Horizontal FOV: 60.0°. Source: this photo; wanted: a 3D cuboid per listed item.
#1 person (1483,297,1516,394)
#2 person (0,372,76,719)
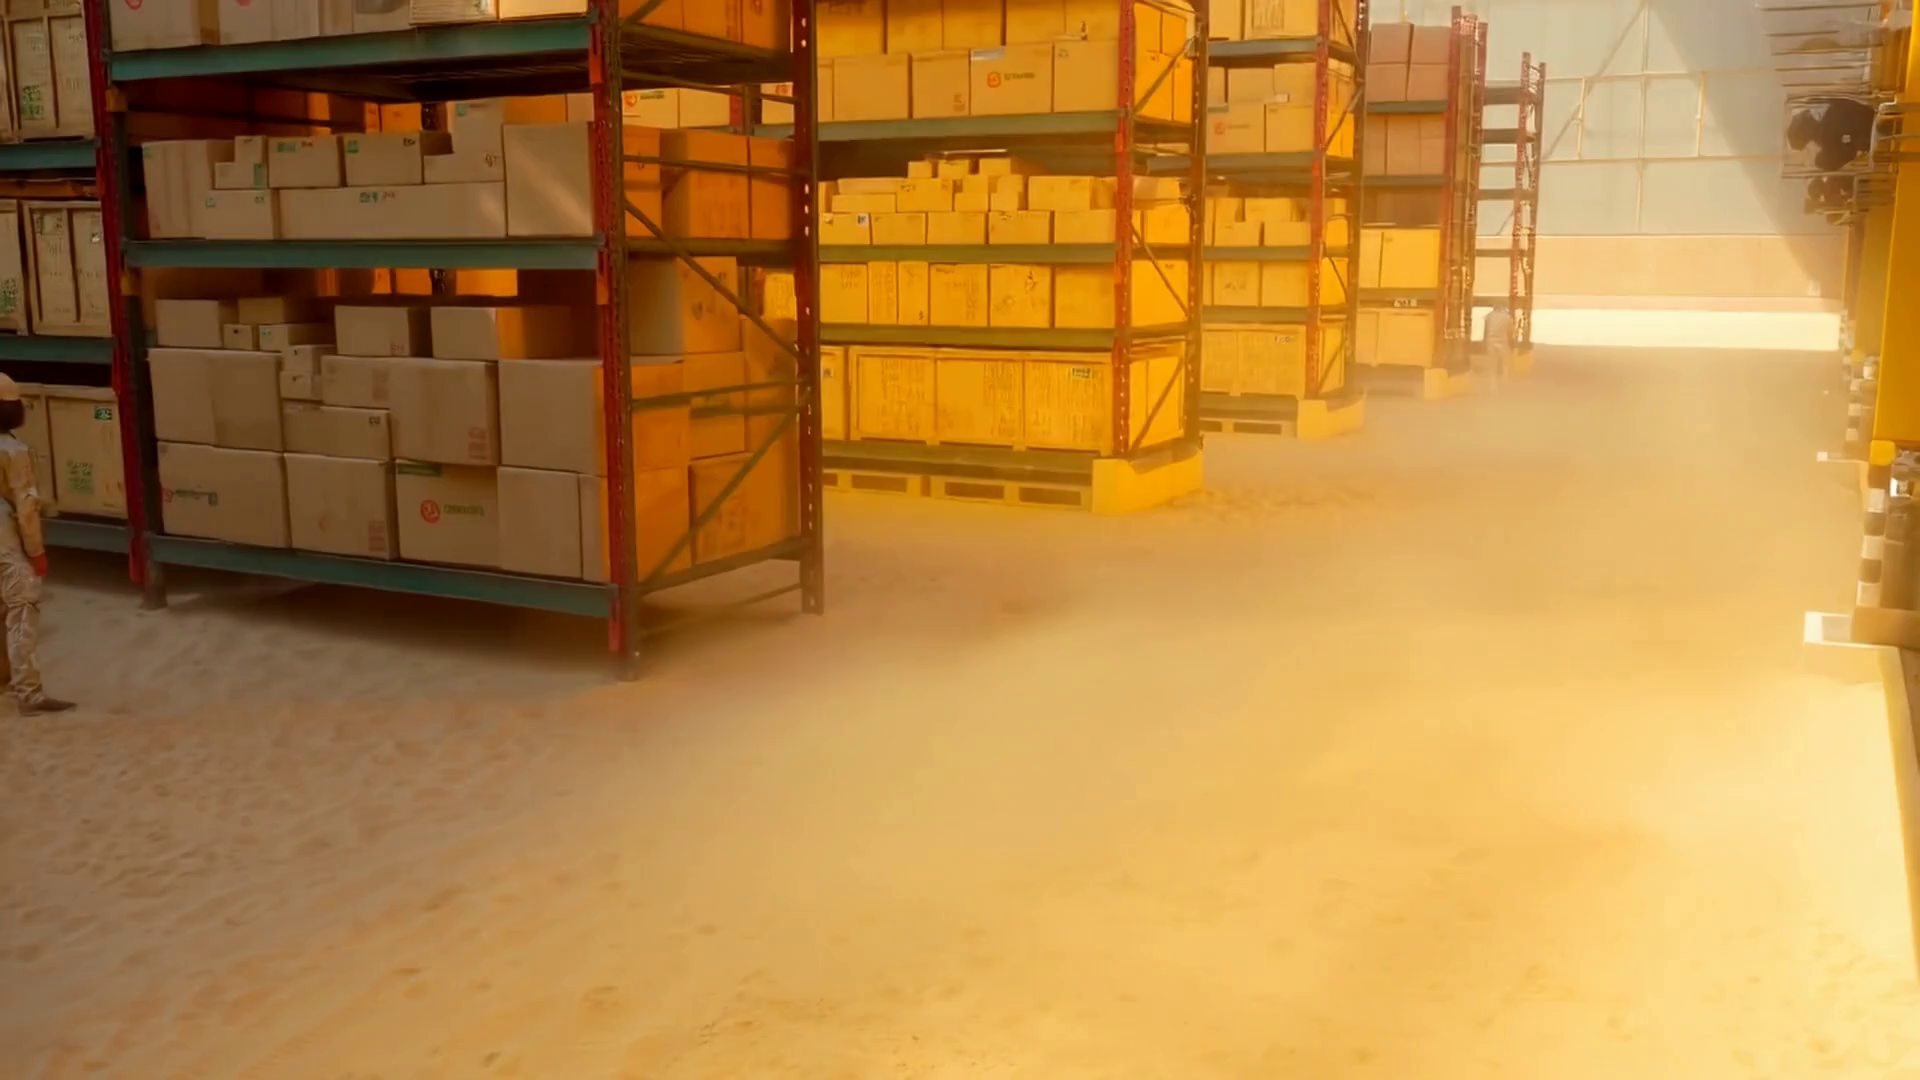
[{"bbox_3d":[8.992,-3.243,27.707,0.541,1.591,0.831,6,11,29],"label":"person"},{"bbox_3d":[-4.778,0.027,8.371,0.488,1.746,0.287,5,11,27],"label":"person"}]
